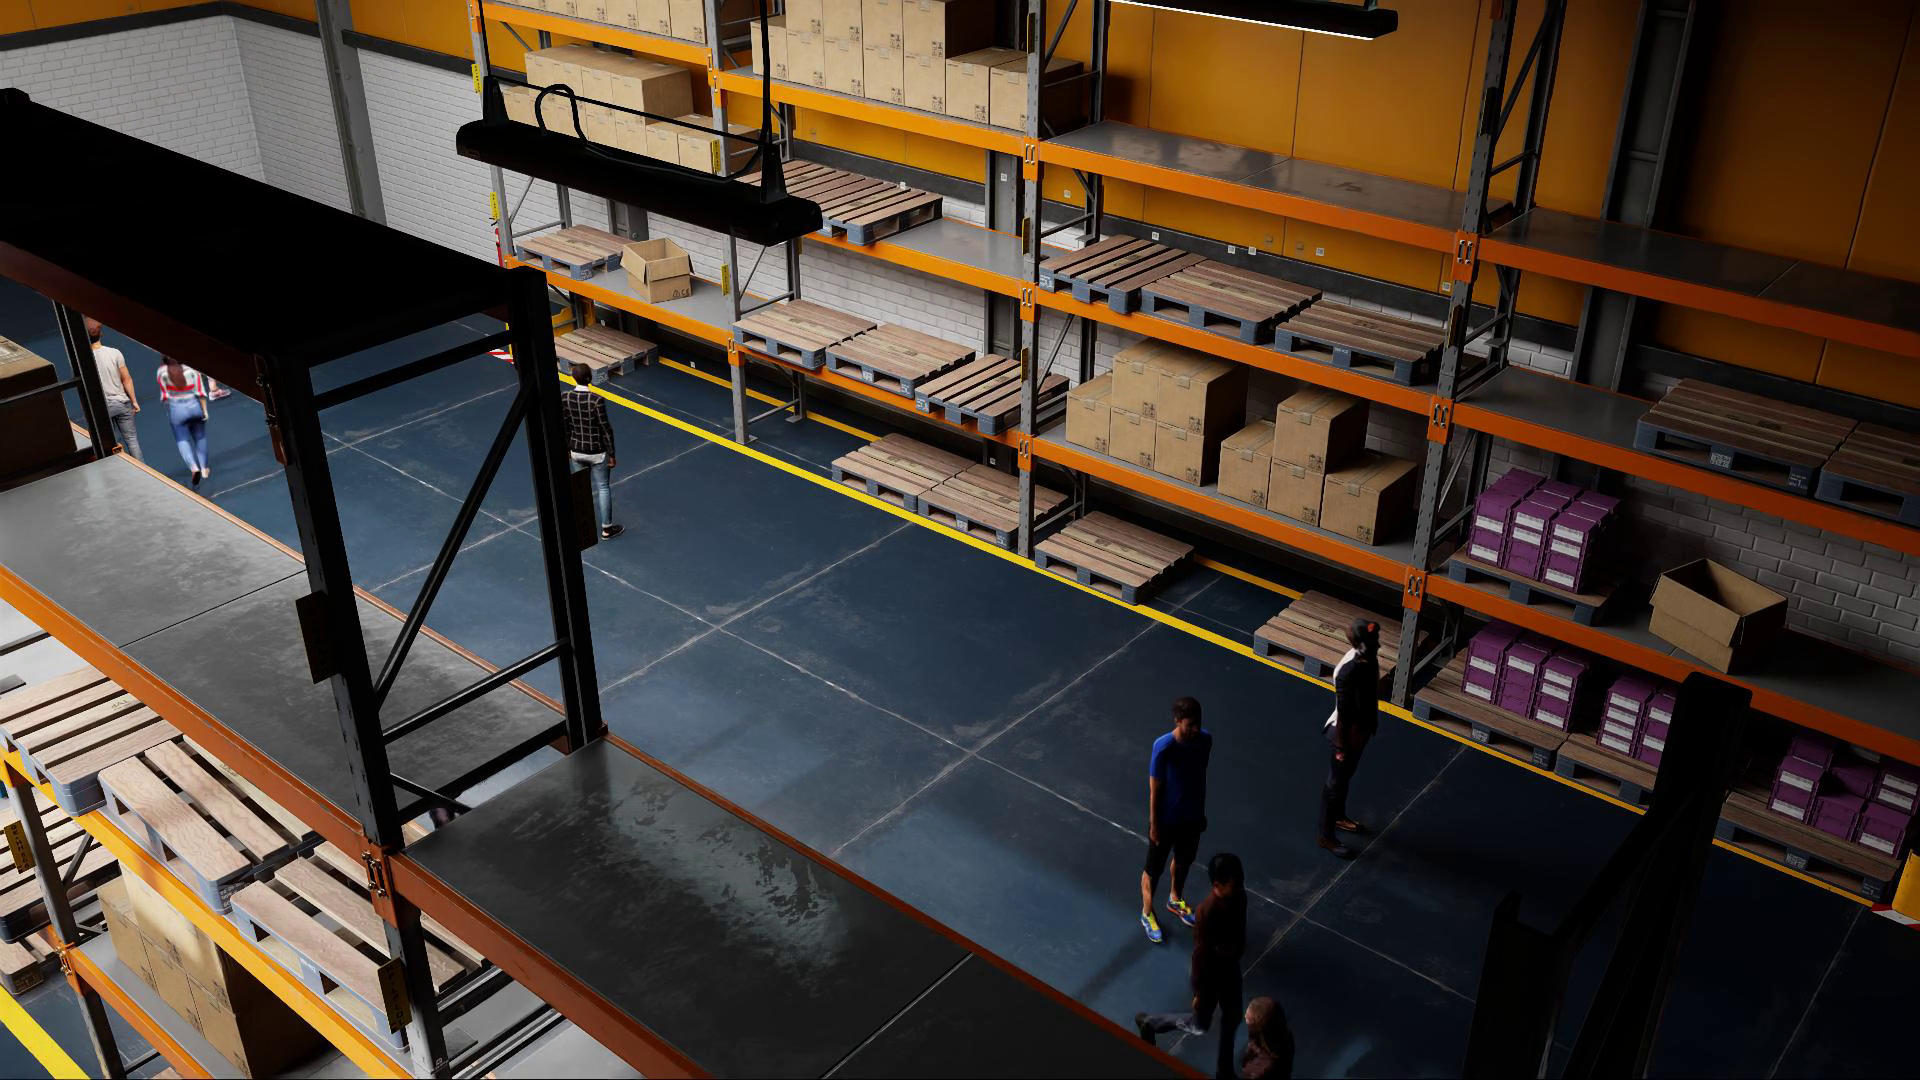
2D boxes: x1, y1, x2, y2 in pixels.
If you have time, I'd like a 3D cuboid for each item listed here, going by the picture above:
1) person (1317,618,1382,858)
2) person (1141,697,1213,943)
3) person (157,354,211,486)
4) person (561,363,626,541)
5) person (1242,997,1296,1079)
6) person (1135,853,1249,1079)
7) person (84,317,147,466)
[{"bbox_3d":[2.818,1.386,12.020,0.645,1.893,0.716,15,32,26],"label":"person"},{"bbox_3d":[1.454,1.837,11.220,0.690,1.869,0.684,-14,32,-24],"label":"person"},{"bbox_3d":[-8.031,-1.300,17.259,0.799,1.592,0.961,-13,31,-22],"label":"person"},{"bbox_3d":[-3.626,-0.866,16.226,0.649,1.819,0.804,7,29,12],"label":"person"},{"bbox_3d":[1.728,3.188,8.961,1.124,1.658,0.852,10,30,18],"label":"person"},{"bbox_3d":[1.446,2.566,9.997,1.014,1.759,0.661,21,35,33],"label":"person"},{"bbox_3d":[-8.741,-1.383,17.093,0.740,1.896,0.684,-15,32,-25],"label":"person"}]
